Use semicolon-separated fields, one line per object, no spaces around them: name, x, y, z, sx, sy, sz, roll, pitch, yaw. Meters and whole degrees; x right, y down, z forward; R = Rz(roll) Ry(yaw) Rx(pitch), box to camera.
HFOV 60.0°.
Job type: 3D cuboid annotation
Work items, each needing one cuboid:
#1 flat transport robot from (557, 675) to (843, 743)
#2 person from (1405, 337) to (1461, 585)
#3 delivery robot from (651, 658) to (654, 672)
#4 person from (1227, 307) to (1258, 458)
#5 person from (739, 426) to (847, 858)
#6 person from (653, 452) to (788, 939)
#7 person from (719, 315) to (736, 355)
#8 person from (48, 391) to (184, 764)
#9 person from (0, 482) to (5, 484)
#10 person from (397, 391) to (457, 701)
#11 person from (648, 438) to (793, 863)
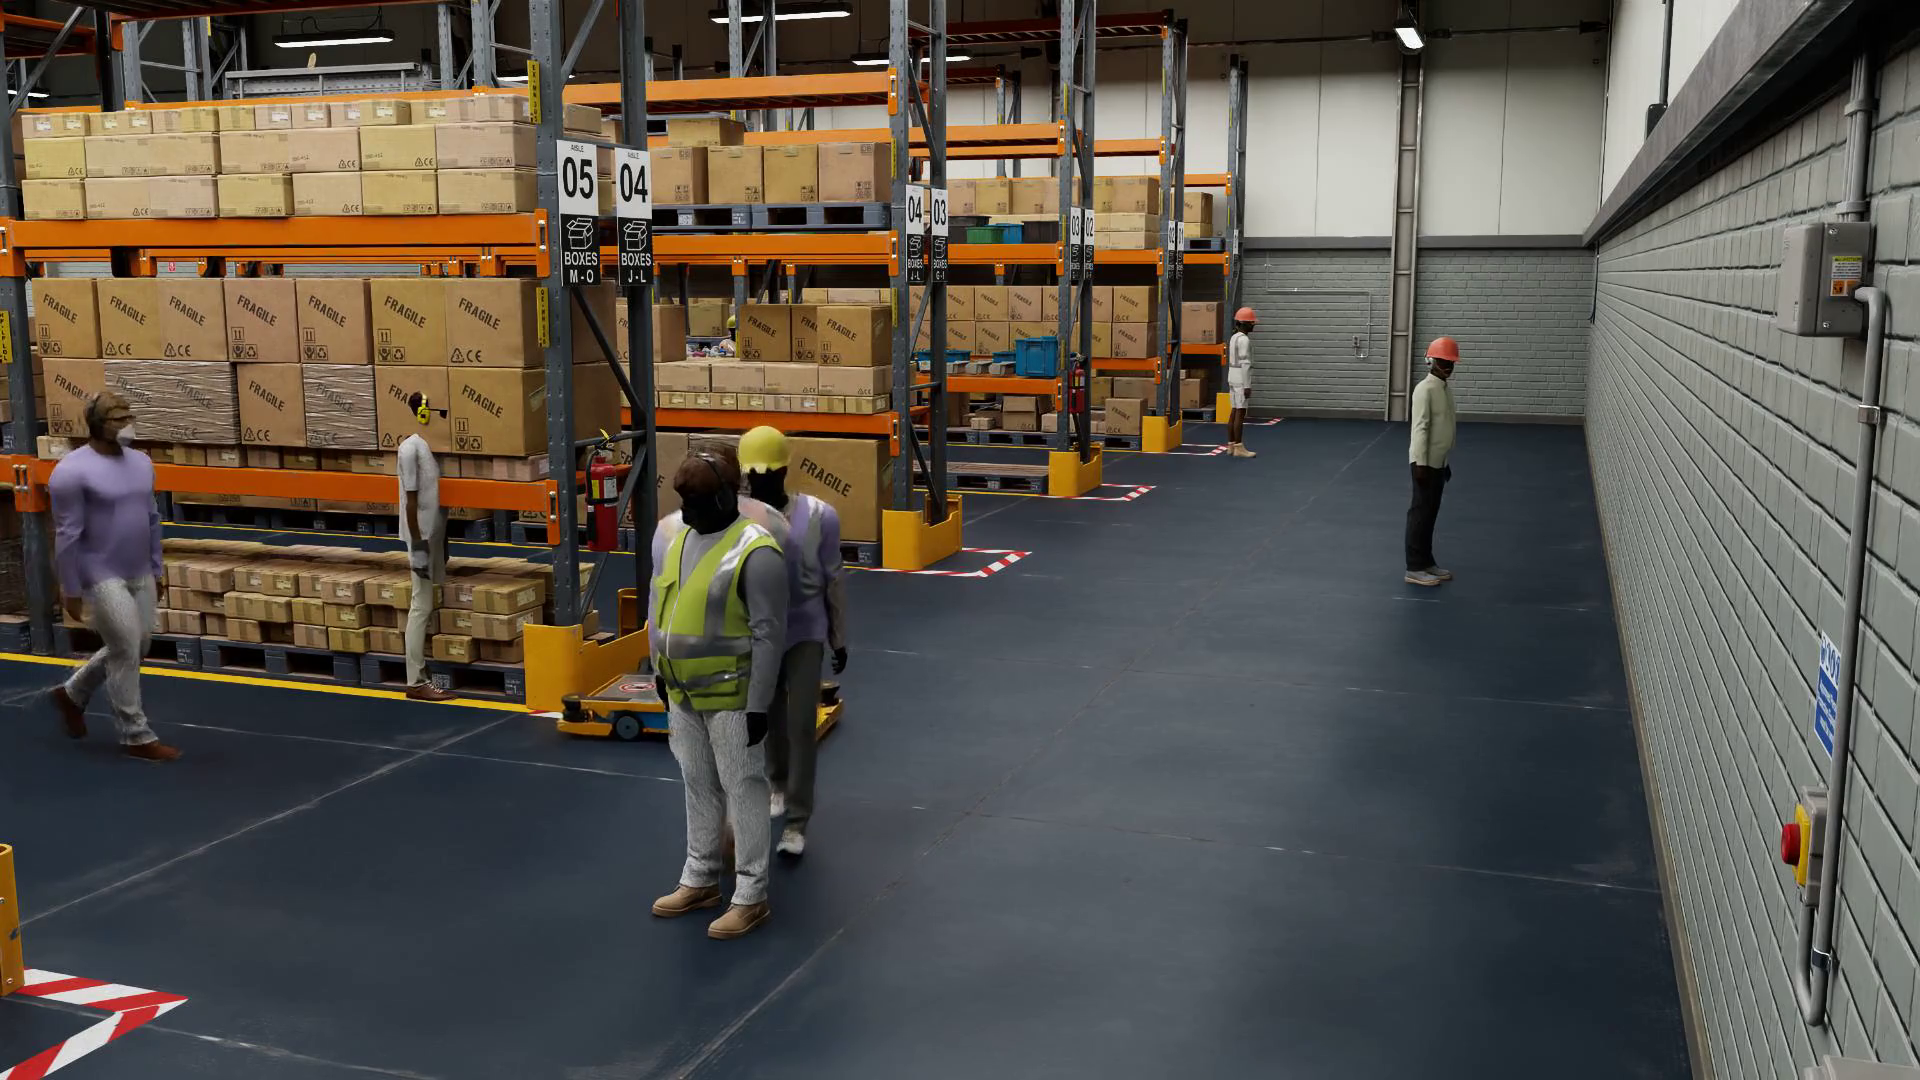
flat transport robot;-1.413;0.912;9.137;1.431;0.197;0.652;1;9;9
person;3.840;-0.641;13.477;0.391;1.991;0.612;6;11;35
delivery robot;-1.637;0.604;9.881;0.477;0.478;0.707;-1;9;-5
person;3.853;-2.142;22.677;0.383;2.045;0.605;-1;9;-5
person;-0.811;0.414;7.337;0.595;1.856;0.975;1;9;5
person;-0.935;0.582;6.331;0.621;1.838;0.429;9;12;43
person;-3.110;-2.144;23.054;0.370;1.928;0.585;4;10;24
person;-4.416;0.186;8.543;0.797;1.922;0.626;3;9;15
person;-9.444;-0.943;15.854;0.990;1.826;0.596;4;10;21
person;-3.116;0.018;9.787;0.332;1.860;0.511;0;9;1
person;-0.995;0.485;6.964;0.638;1.826;0.586;-5;11;-30
